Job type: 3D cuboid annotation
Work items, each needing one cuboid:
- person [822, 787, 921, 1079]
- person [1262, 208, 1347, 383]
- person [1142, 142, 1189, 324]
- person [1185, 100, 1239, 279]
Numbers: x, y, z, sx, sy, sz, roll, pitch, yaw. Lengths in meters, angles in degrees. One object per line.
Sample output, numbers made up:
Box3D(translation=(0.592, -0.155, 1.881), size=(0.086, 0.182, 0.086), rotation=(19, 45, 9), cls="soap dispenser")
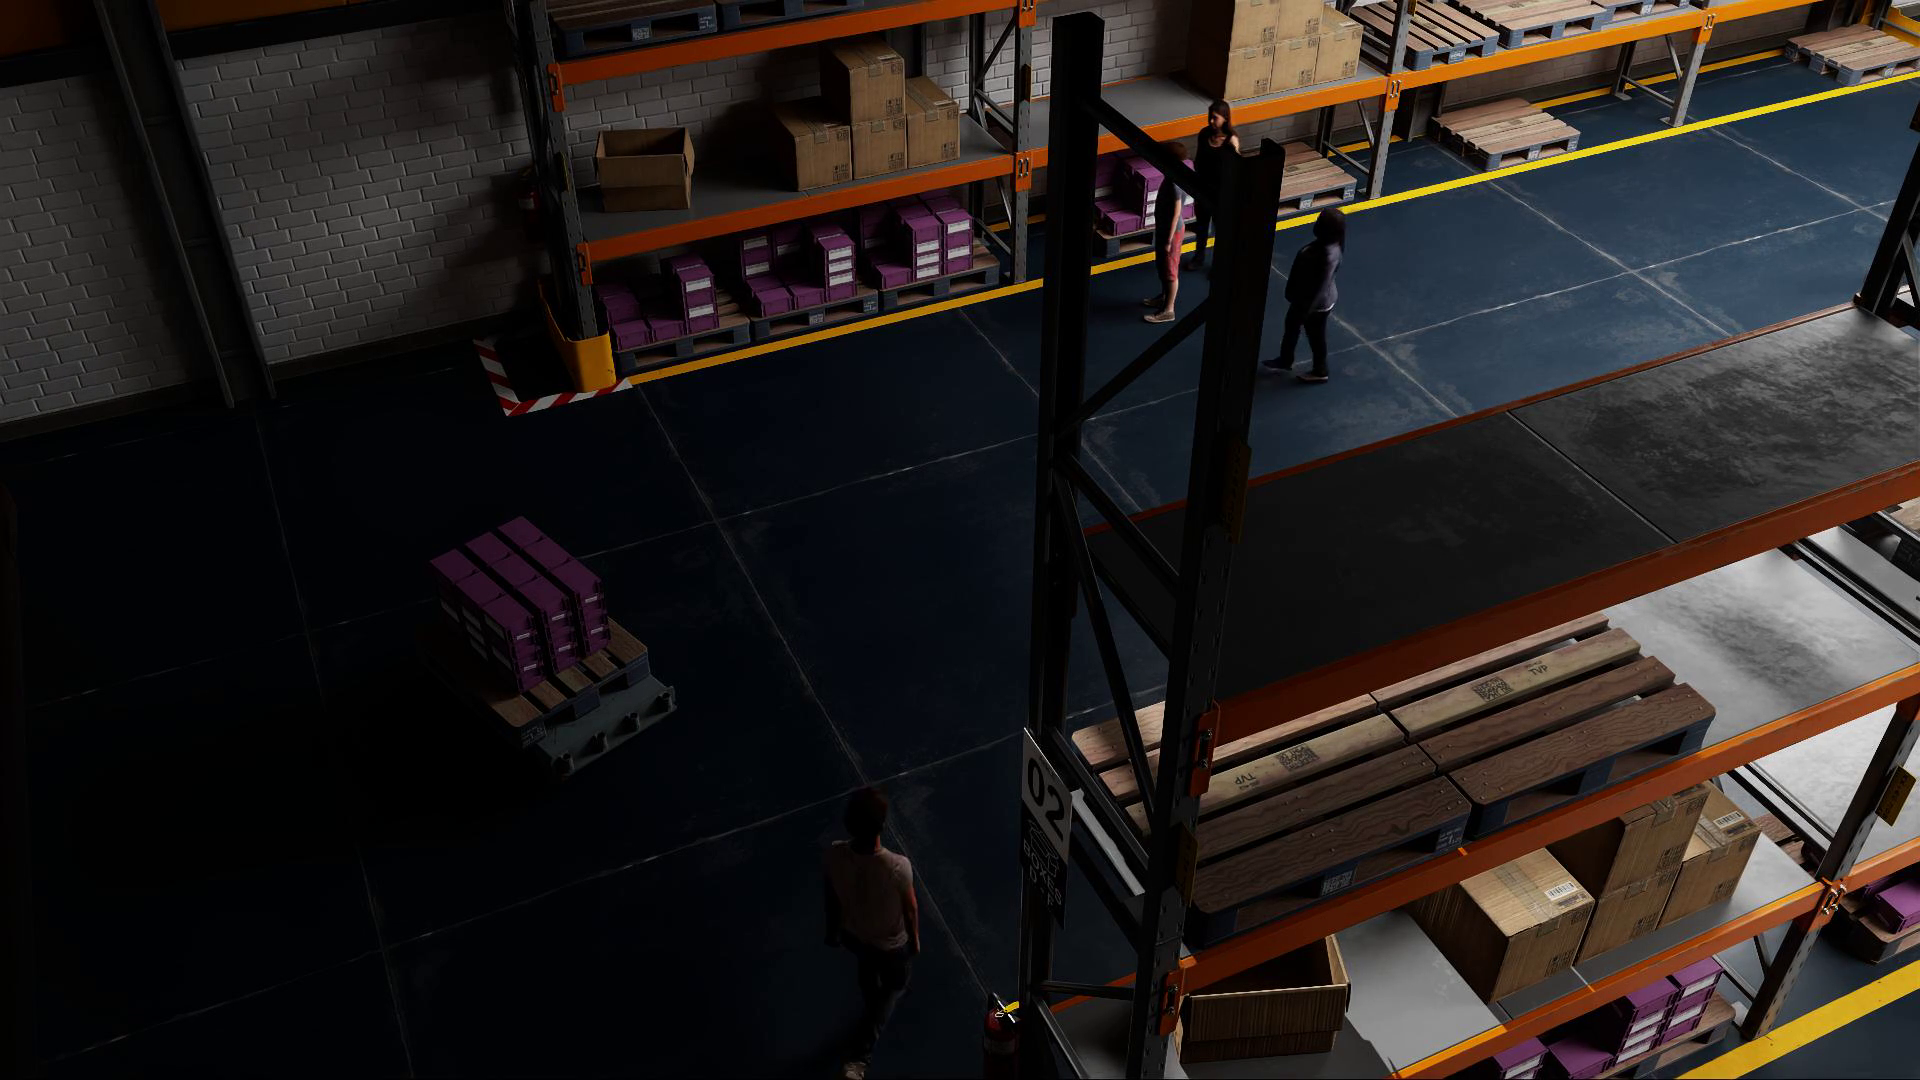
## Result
Box3D(translation=(-0.462, 2.049, 8.382), size=(1.056, 1.871, 1.144), rotation=(14, 41, 17), cls="person")
Box3D(translation=(2.992, -1.983, 13.665), size=(0.933, 1.578, 0.856), rotation=(2, 39, 3), cls="person")
Box3D(translation=(1.834, -2.699, 14.504), size=(0.673, 1.650, 0.671), rotation=(1, 39, 1), cls="person")
Box3D(translation=(2.312, -3.189, 15.089), size=(0.647, 1.686, 0.655), rotation=(28, 47, 31), cls="person")
